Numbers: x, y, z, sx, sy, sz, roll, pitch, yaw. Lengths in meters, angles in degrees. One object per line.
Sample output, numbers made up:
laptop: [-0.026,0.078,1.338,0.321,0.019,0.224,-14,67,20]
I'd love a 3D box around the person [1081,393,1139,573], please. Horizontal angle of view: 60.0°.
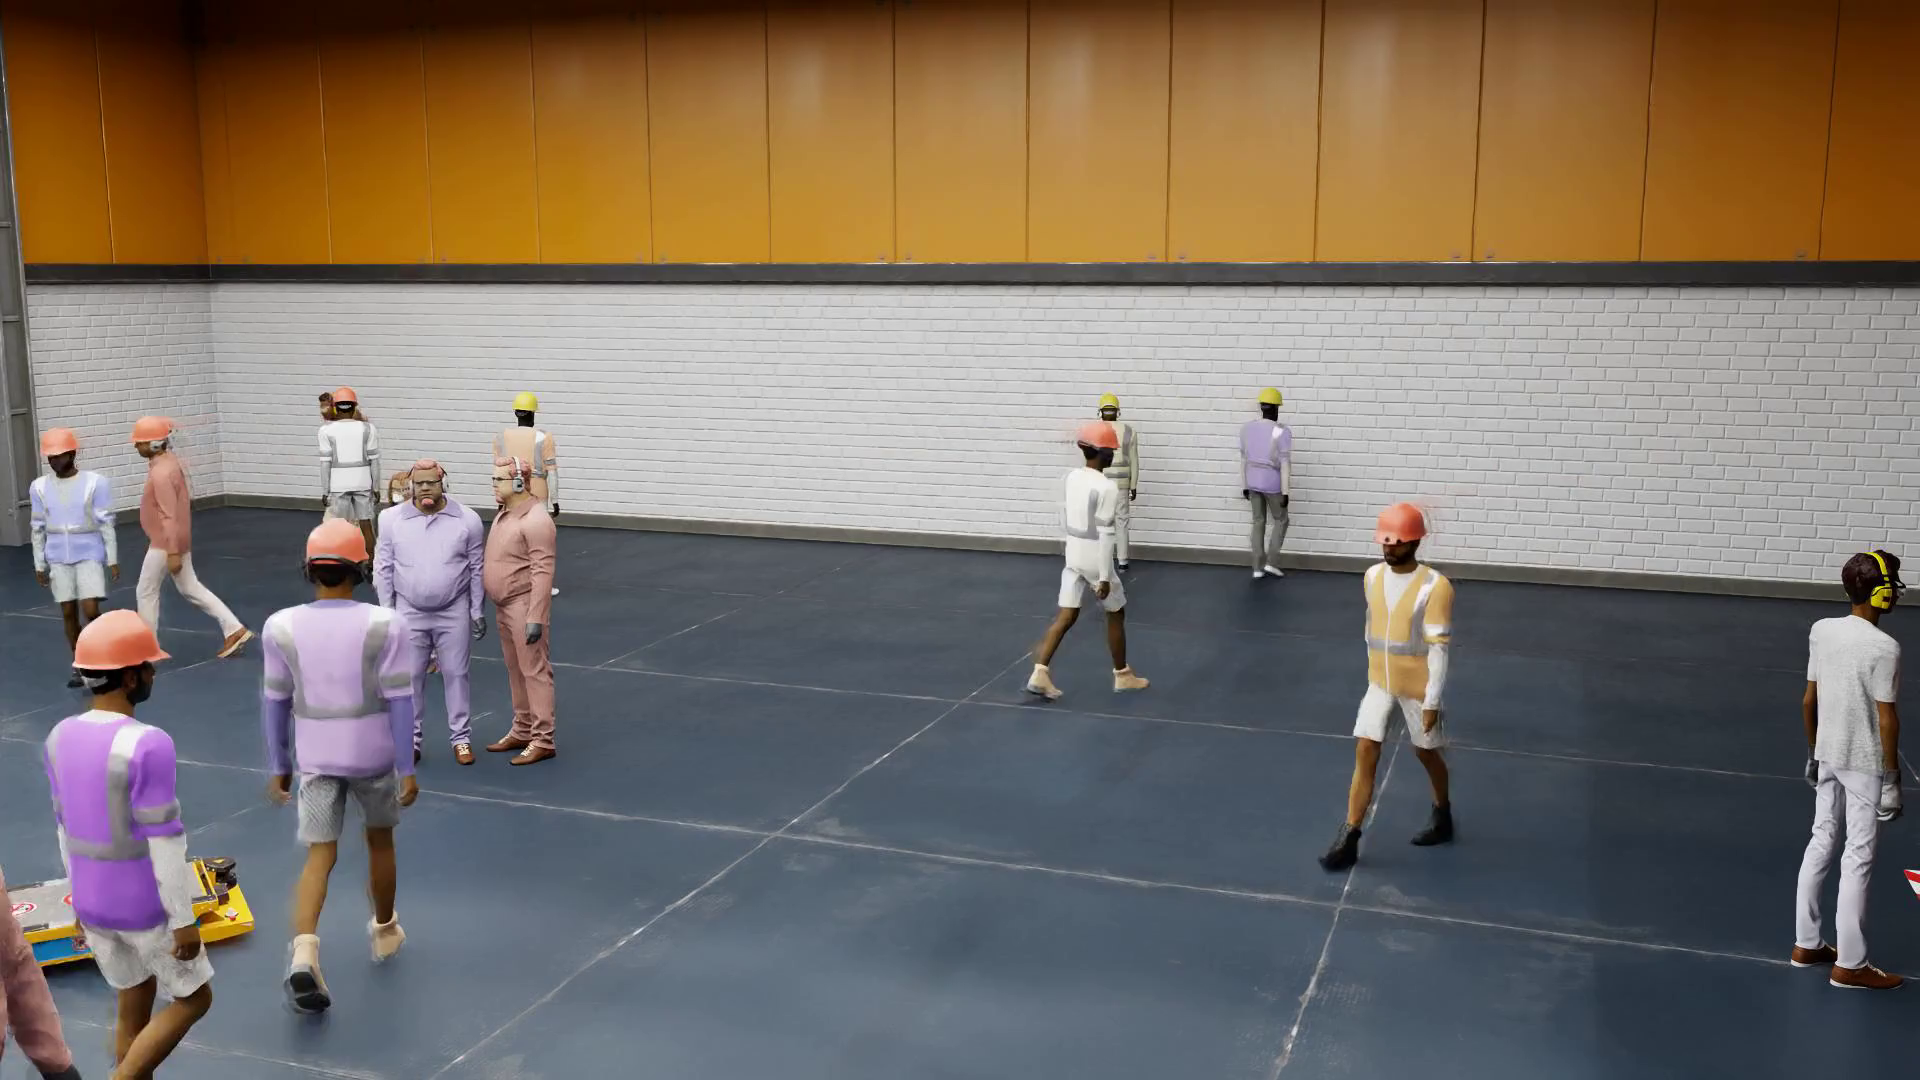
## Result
person: [1.506,-0.568,16.763,0.586,1.826,0.403,0,9,2]

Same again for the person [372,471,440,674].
person: [-4.054,0.273,12.275,0.518,1.589,0.867,3,10,17]

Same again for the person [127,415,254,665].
person: [-6.045,0.000,12.839,0.971,1.959,0.623,-3,10,-16]

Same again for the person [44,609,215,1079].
person: [-2.780,1.192,5.524,0.561,1.927,0.524,5,10,27]

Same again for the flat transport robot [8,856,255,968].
flat transport robot: [-3.983,1.706,7.456,1.431,0.197,0.652,-5,11,-30]

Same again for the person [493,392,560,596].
person: [-4.017,-0.411,15.467,0.594,1.926,0.366,0,9,2]

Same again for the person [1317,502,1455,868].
person: [2.282,0.732,8.568,1.011,1.878,0.549,-8,12,-41]

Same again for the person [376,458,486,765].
person: [-3.229,0.450,10.188,0.636,1.911,0.404,-3,9,-15]

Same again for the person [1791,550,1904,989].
person: [3.818,0.966,7.100,0.328,1.874,0.521,-2,9,-13]

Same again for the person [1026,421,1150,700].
person: [0.886,0.150,11.798,1.027,2.000,0.626,-6,11,-34]

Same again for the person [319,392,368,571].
person: [-6.169,-0.561,16.657,0.560,1.847,0.407,8,12,42]

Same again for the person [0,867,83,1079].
person: [-2.545,1.435,4.238,1.001,1.855,0.684,1,9,7]

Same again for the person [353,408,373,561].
person: [-6.319,-0.568,17.356,0.528,1.623,0.395,2,9,15]

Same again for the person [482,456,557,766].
person: [-2.743,0.430,10.311,0.406,1.911,0.637,-6,11,-35]

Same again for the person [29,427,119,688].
person: [-6.464,0.133,12.125,0.569,1.914,0.410,-2,9,-9]

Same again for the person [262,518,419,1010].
person: [-2.613,0.921,6.986,0.616,2.016,0.928,-1,9,-6]

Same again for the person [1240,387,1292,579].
person: [3.052,-0.558,16.434,0.614,1.903,0.504,8,12,40]

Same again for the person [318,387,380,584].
person: [-5.919,-0.519,16.144,0.551,1.923,0.382,-5,10,-27]
